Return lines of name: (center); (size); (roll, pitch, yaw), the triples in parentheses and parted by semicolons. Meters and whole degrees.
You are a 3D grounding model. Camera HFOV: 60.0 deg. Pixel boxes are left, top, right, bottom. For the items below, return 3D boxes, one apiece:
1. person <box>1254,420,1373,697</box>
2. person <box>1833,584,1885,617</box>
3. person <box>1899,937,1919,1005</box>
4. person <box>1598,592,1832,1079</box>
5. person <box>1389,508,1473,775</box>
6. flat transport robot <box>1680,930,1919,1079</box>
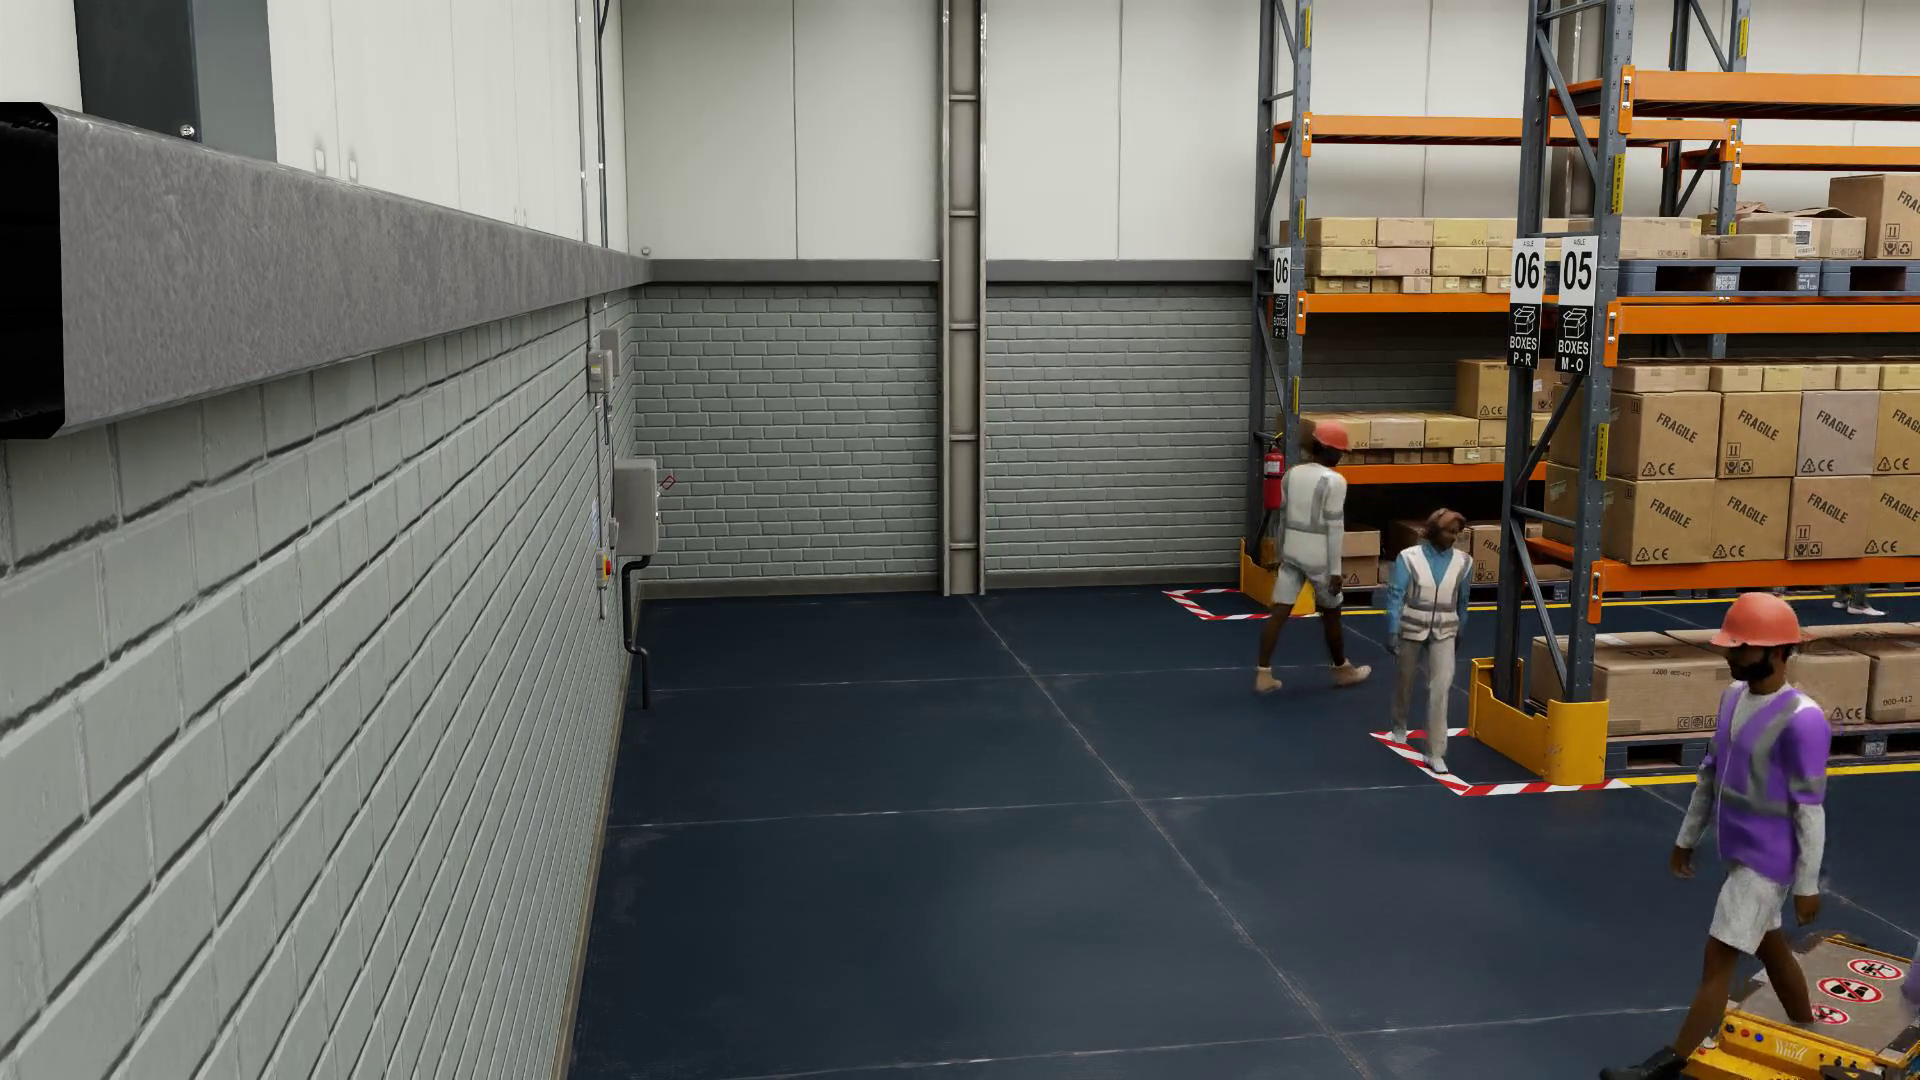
person: (2.553, 0.128, 11.907); (1.024, 1.969, 0.703); (-6, 11, -31)
person: (7.999, -0.292, 14.686); (0.394, 1.916, 0.629); (0, 9, -2)
person: (3.851, 1.128, 6.135); (0.668, 1.849, 0.961); (-2, 9, -9)
person: (2.834, 1.120, 6.056); (0.958, 1.884, 0.553); (0, 9, 0)
person: (2.898, 0.579, 10.332); (0.529, 1.587, 0.900); (1, 9, 6)
flat transport robot: (3.425, 1.862, 6.452); (1.431, 0.197, 0.652); (-9, 13, -43)
